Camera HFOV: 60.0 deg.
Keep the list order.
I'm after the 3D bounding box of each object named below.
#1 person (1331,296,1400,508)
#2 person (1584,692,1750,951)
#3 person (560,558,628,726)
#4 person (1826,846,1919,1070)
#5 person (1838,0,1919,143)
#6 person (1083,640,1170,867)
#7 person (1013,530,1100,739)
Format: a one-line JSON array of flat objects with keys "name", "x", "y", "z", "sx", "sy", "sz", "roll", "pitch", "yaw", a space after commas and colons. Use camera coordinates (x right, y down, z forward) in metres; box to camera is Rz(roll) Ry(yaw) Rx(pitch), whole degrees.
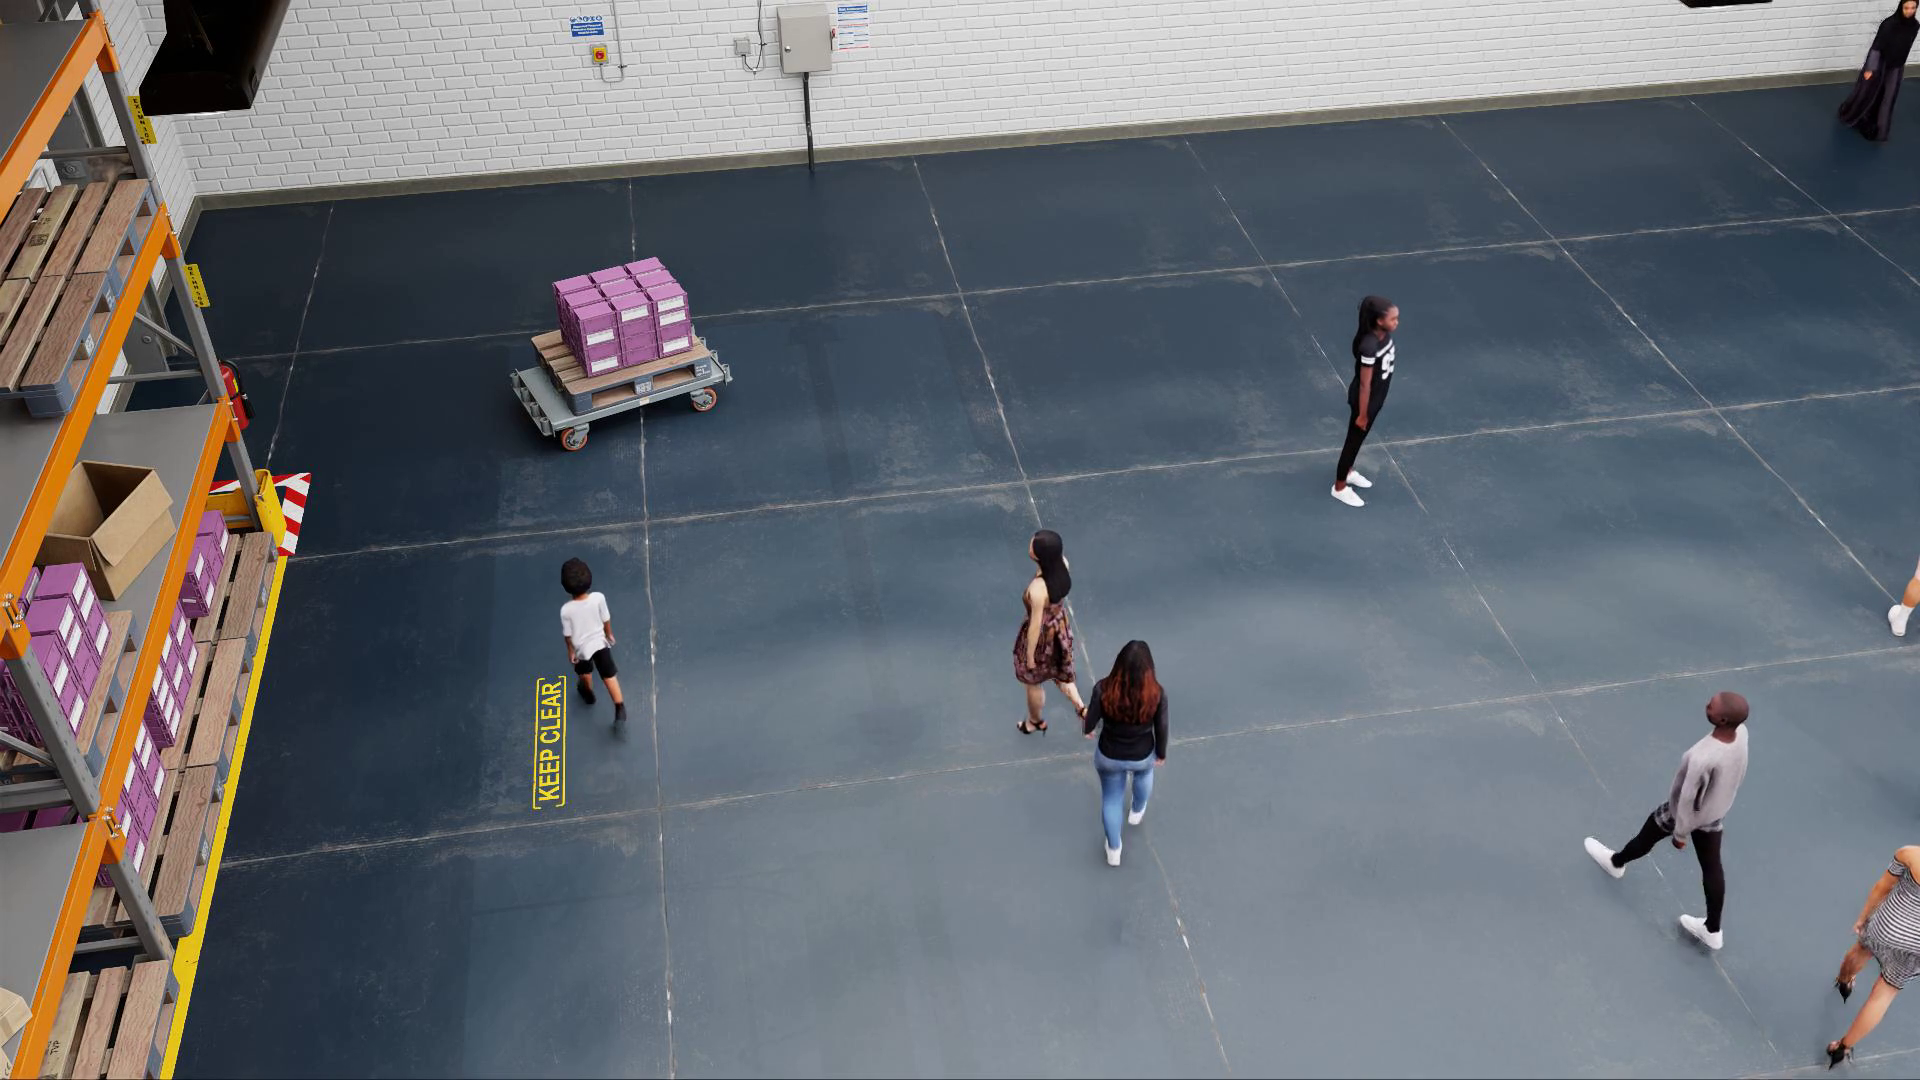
[{"name": "person", "x": 3.092, "y": -1.075, "z": 12.649, "sx": 0.762, "sy": 1.730, "sz": 0.672, "roll": 17, "pitch": 42, "yaw": 20}, {"name": "person", "x": 4.212, "y": 1.584, "z": 9.325, "sx": 0.933, "sy": 1.723, "sz": 1.265, "roll": -20, "pitch": 43, "yaw": -24}, {"name": "person", "x": -2.392, "y": 0.695, "z": 10.826, "sx": 0.699, "sy": 1.240, "sz": 0.914, "roll": -22, "pitch": 43, "yaw": -25}, {"name": "person", "x": 4.850, "y": 2.129, "z": 8.584, "sx": 0.931, "sy": 1.796, "sz": 0.996, "roll": 21, "pitch": 43, "yaw": 25}, {"name": "person", "x": 9.883, "y": -5.127, "z": 17.827, "sx": 0.808, "sy": 1.600, "sz": 1.174, "roll": -1, "pitch": 39, "yaw": -1}, {"name": "person", "x": 0.973, "y": 1.295, "z": 9.771, "sx": 0.736, "sy": 1.617, "sz": 0.867, "roll": 1, "pitch": 39, "yaw": 1}, {"name": "person", "x": 0.606, "y": 0.654, "z": 10.455, "sx": 0.945, "sy": 1.766, "sz": 0.909, "roll": 19, "pitch": 42, "yaw": 22}]
